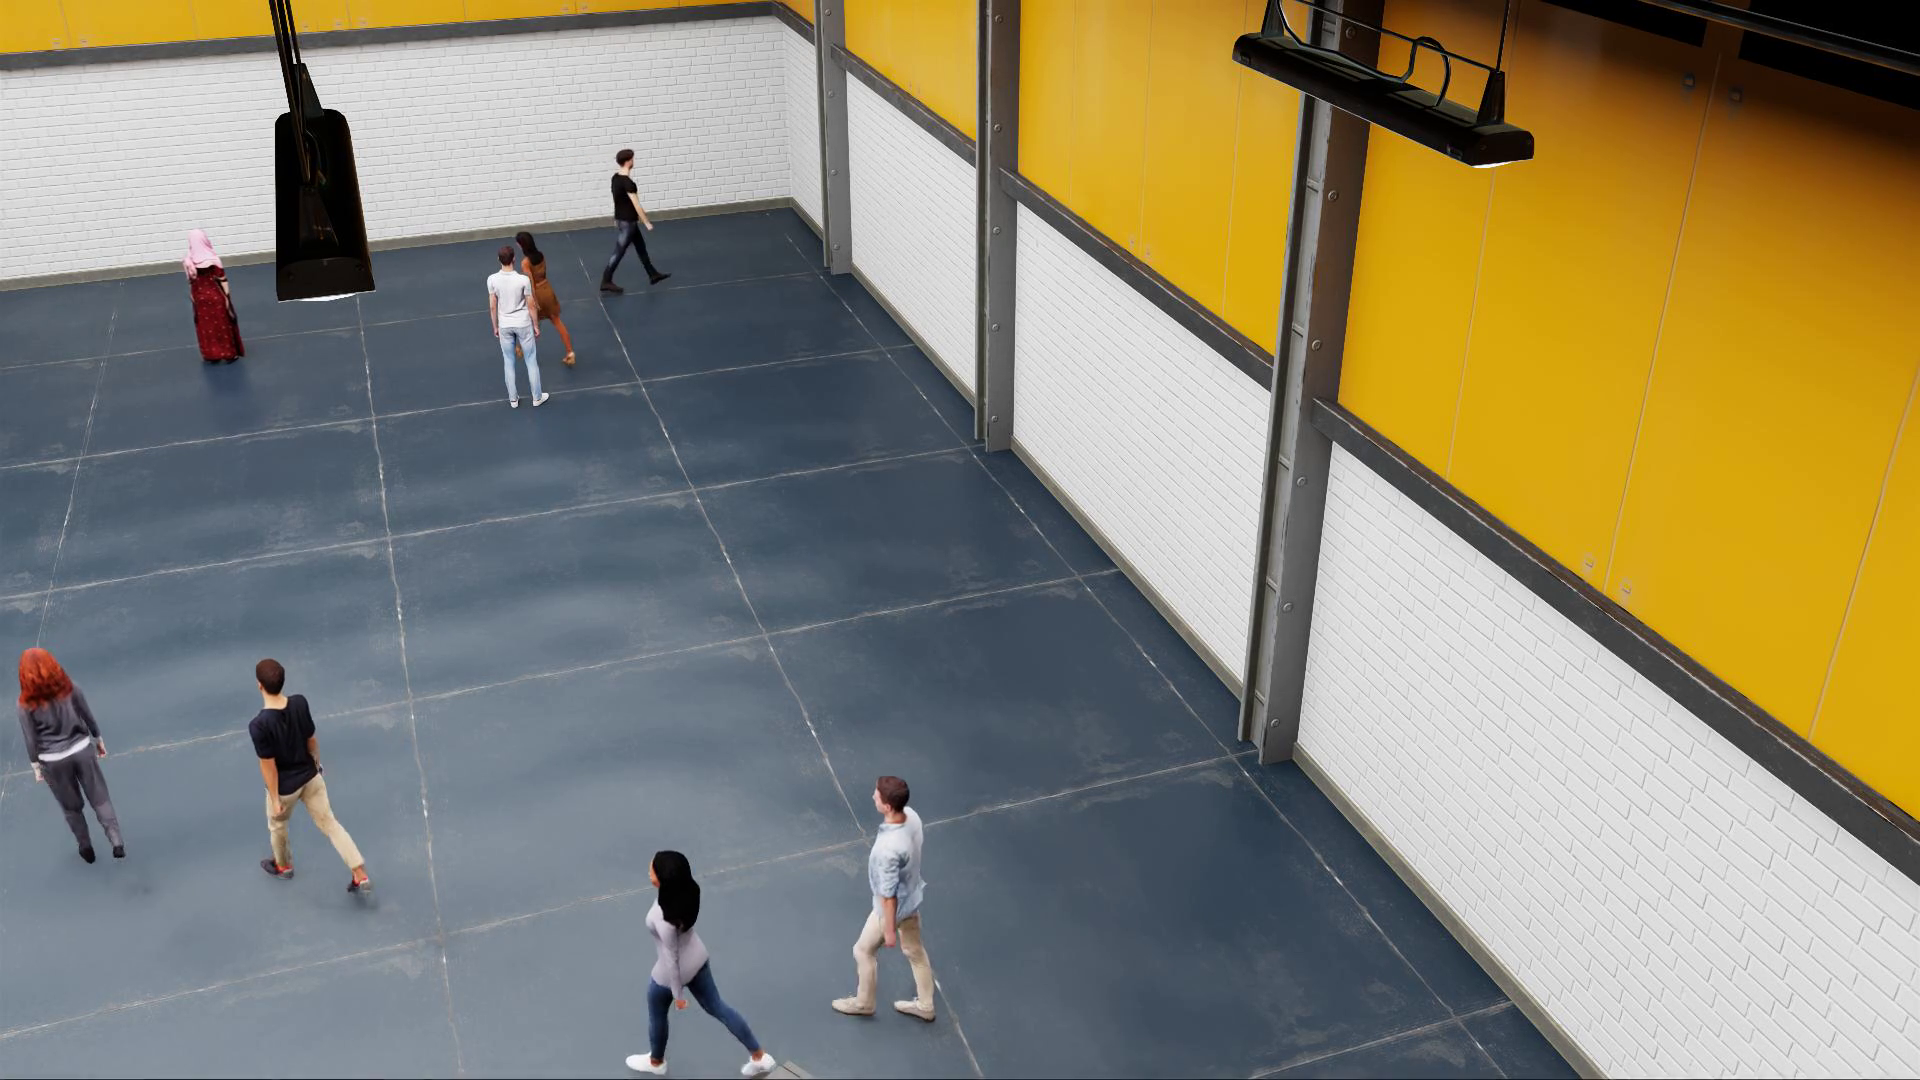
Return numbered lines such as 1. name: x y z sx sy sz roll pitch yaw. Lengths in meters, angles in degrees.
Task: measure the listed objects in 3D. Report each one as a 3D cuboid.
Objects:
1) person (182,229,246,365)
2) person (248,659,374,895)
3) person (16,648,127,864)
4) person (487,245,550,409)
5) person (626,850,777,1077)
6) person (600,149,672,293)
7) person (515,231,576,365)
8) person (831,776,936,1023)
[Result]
1. person: -8.908 -2.891 19.745 0.771 1.632 0.746 0 29 1
2. person: -4.406 1.663 11.210 1.262 1.811 1.141 16 32 26
3. person: -6.114 1.554 11.457 0.937 1.765 0.803 25 37 38
4. person: -4.970 -2.380 18.585 0.717 1.845 0.655 -1 29 -2
5. person: -1.526 2.530 9.741 1.140 1.695 1.163 9 30 16
6. person: -4.447 -4.122 21.774 0.824 1.850 1.209 -13 31 -23
7. person: -4.874 -2.789 19.565 1.138 1.625 1.117 12 31 20
8. person: -0.301 2.242 10.130 1.008 1.828 0.964 10 30 17
